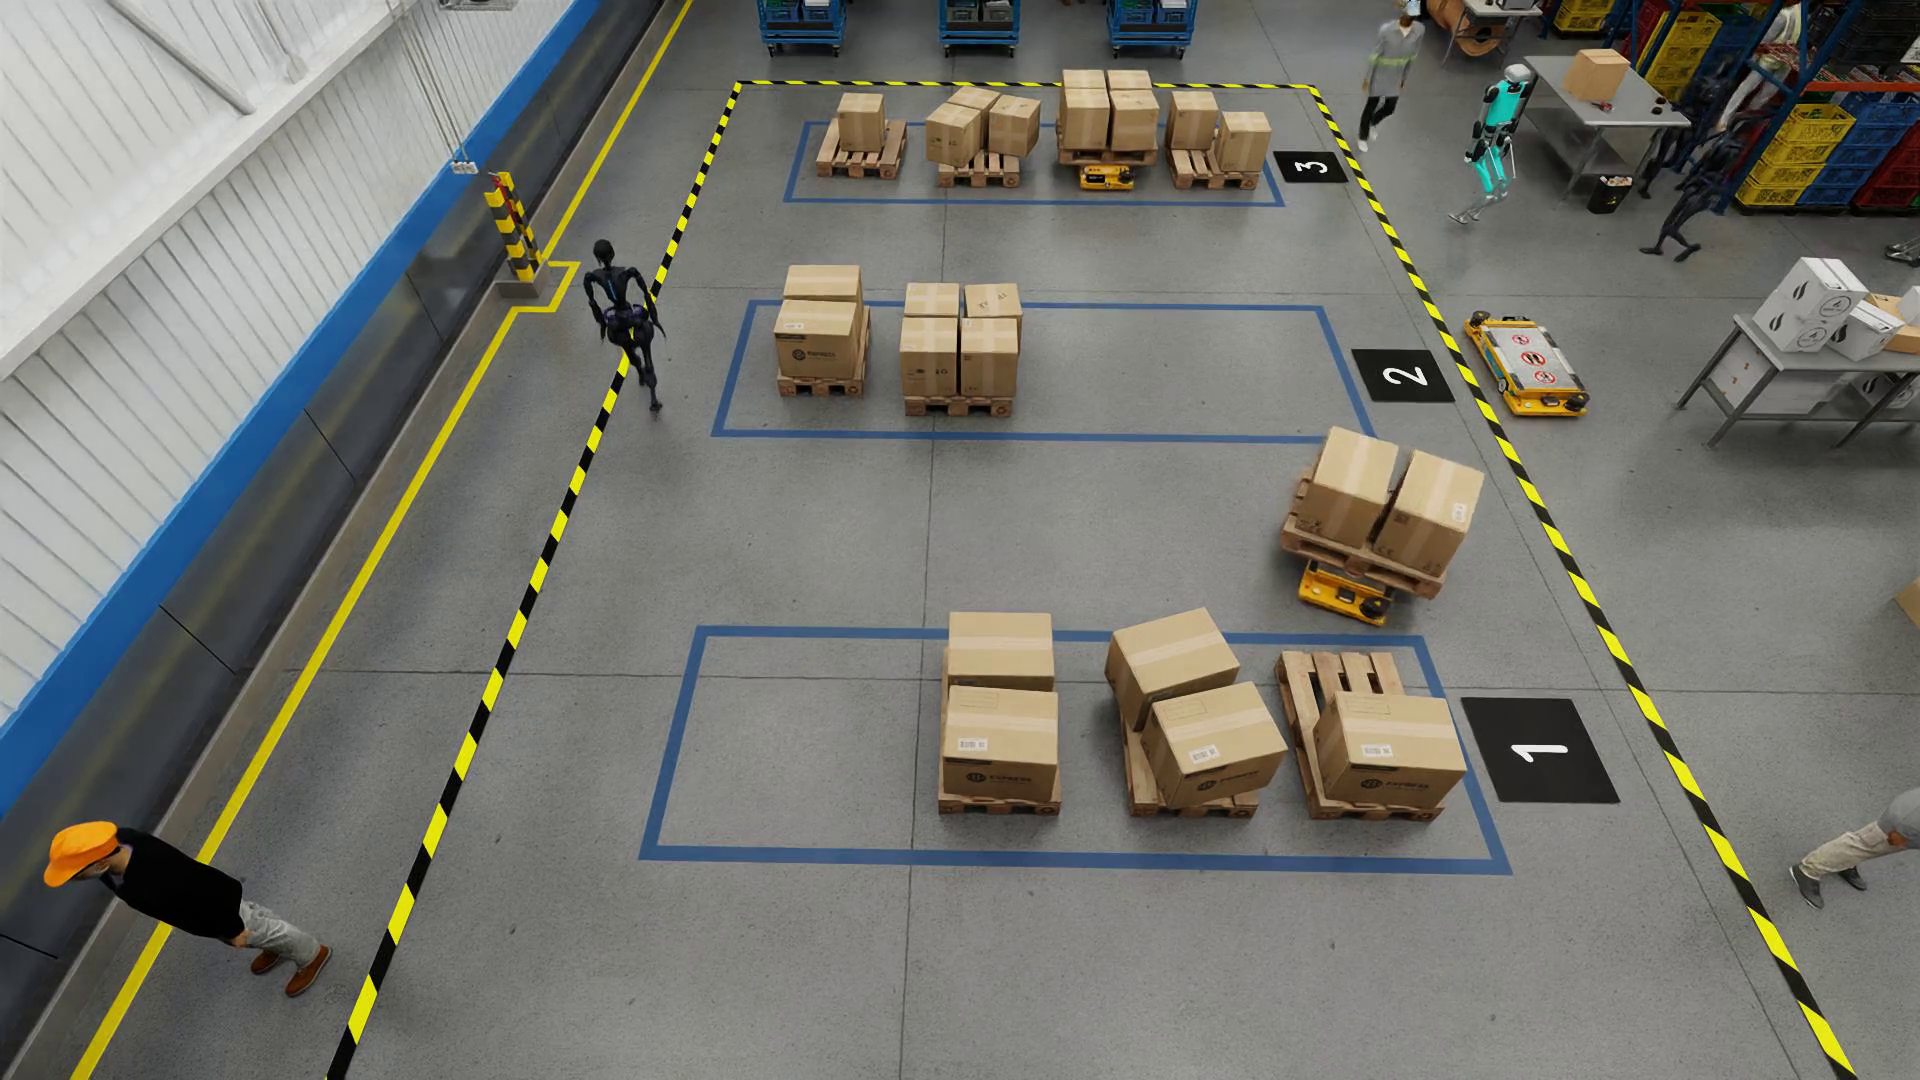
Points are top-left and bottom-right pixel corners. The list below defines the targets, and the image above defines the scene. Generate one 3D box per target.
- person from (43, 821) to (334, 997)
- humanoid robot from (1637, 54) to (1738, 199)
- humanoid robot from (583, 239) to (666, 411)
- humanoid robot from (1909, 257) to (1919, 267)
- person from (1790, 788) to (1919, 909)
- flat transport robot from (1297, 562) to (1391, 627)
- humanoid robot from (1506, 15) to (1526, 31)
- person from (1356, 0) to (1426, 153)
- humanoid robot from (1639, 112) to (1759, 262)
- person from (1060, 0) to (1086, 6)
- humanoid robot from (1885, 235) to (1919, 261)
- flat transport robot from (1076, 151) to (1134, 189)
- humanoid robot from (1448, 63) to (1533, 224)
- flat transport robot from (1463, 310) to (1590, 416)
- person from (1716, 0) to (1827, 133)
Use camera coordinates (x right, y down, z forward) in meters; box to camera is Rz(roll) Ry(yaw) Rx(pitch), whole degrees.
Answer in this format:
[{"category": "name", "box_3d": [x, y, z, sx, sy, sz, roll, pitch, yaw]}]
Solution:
[{"category": "person", "box_3d": [-3.974, 1.933, 4.791, 0.590, 1.883, 0.379, 21, 52, 17]}, {"category": "humanoid robot", "box_3d": [8.585, -4.960, 10.901, 0.588, 1.635, 0.630, 5, 49, 5]}, {"category": "humanoid robot", "box_3d": [-3.017, -1.950, 8.321, 0.585, 1.637, 0.766, -8, 50, -7]}, {"category": "humanoid robot", "box_3d": [10.999, -3.636, 9.742, 0.609, 1.649, 0.379, 32, 56, 25]}, {"category": "person", "box_3d": [5.485, 1.563, 5.187, 0.572, 1.768, 0.398, -13, 50, -11]}, {"category": "flat transport robot", "box_3d": [3.271, 0.025, 7.493, 0.652, 0.197, 1.431, 21, 52, 17]}, {"category": "humanoid robot", "box_3d": [9.005, -8.941, 14.327, 0.553, 1.761, 1.042, 25, 53, 20]}, {"category": "person", "box_3d": [5.388, -5.847, 11.555, 0.598, 1.841, 0.450, 1, 49, 0]}, {"category": "humanoid robot", "box_3d": [8.049, -3.783, 9.877, 0.477, 1.637, 0.602, 11, 50, 9]}, {"category": "person", "box_3d": [1.921, -9.799, 14.921, 0.620, 1.932, 0.371, -11, 50, -10]}, {"category": "humanoid robot", "box_3d": [10.764, -3.805, 9.806, 0.728, 1.714, 0.530, 31, 56, 24]}, {"category": "flat transport robot", "box_3d": [1.845, -4.977, 11.823, 0.652, 0.197, 1.431, 1, 49, 1]}, {"category": "humanoid robot", "box_3d": [5.999, -4.303, 10.195, 0.533, 1.681, 0.735, -11, 50, -10]}, {"category": "flat transport robot", "box_3d": [5.573, -1.757, 9.054, 0.659, 0.231, 1.431, 1, 49, 1]}, {"category": "person", "box_3d": [10.555, -6.190, 11.862, 0.696, 1.833, 0.432, -6, 49, -5]}]
